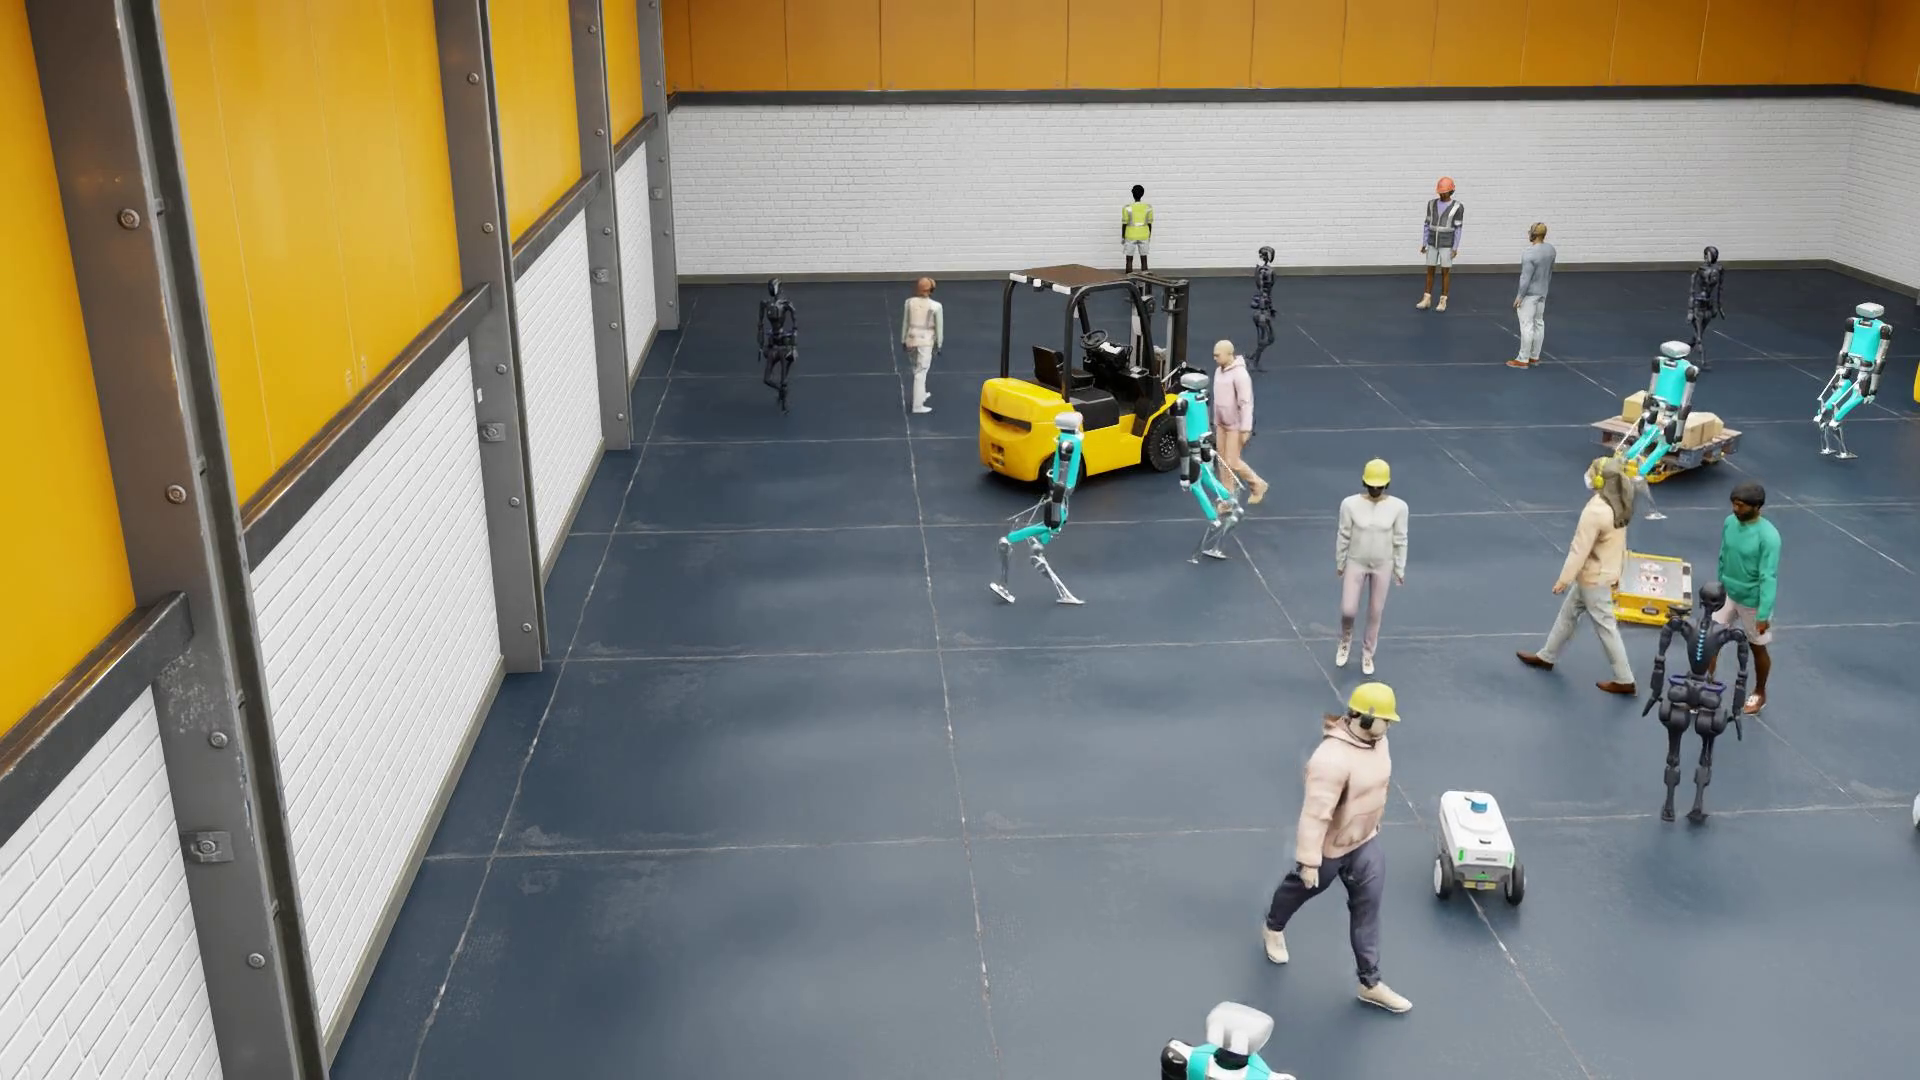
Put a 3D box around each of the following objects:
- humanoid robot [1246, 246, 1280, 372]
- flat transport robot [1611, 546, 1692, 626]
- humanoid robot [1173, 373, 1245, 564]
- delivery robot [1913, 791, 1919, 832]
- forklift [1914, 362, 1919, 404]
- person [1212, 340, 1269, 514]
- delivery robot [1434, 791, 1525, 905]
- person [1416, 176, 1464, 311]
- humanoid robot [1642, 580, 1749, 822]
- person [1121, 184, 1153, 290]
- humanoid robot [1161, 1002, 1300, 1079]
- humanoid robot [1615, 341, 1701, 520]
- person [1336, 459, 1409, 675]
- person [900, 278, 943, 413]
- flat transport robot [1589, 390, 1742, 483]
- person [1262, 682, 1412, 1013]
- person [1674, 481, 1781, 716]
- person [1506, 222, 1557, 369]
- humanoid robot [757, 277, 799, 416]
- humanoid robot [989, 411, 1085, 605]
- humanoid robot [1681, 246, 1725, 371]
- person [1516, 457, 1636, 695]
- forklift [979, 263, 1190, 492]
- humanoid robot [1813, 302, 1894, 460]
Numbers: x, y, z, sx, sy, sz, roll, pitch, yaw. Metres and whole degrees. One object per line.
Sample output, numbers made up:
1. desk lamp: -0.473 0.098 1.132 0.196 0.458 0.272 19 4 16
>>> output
1. humanoid robot: 3.975 -3.037 21.854 0.391 1.643 0.600 8 22 20
2. flat transport robot: 6.017 0.408 14.516 0.659 0.231 1.431 8 22 20
3. humanoid robot: 2.319 -0.597 15.171 0.794 1.791 0.544 15 25 35
4. delivery robot: 6.354 1.737 10.467 0.499 0.585 0.785 8 21 20
5. forklift: 12.602 -2.435 19.475 2.313 2.155 1.214 -1 20 -4
6. person: 2.757 -1.124 16.531 0.533 1.755 0.561 -8 22 -20
7. delivery robot: 3.147 1.859 10.154 0.499 0.598 0.777 2 20 6
8. person: 7.327 -4.519 25.371 0.604 2.043 0.371 16 26 38
9. humanoid robot: 4.750 1.050 10.730 0.614 1.642 0.308 13 24 31
10. person: 2.855 -4.884 26.872 0.531 1.691 0.322 -3 20 -9
11. humanoid robot: 1.094 2.556 6.638 0.547 1.862 0.747 9 22 23
12. humanoid robot: 6.737 -1.034 16.345 0.798 1.797 0.531 -9 22 -24
13. person: 3.182 0.216 12.886 0.528 1.757 0.379 3 20 8
14. person: -0.432 -2.373 20.166 0.537 1.590 0.716 11 23 27
15. flat transport robot: 7.645 -0.912 18.112 1.431 0.231 0.659 -15 25 -36
16. person: 2.058 1.601 9.039 0.841 1.806 0.983 -14 24 -34
17. person: 5.669 0.451 12.161 0.931 1.803 0.607 -8 22 -22
18. person: 7.575 -3.238 22.029 0.627 1.940 0.372 -15 25 -34
19. humanoid robot: -2.141 -2.329 19.937 0.584 1.648 0.427 9 22 24
20. humanoid robot: 0.593 -0.254 14.249 0.989 1.767 0.531 4 21 11
21. humanoid robot: 9.877 -3.072 22.032 0.590 1.626 0.785 -8 22 -20
22. person: 4.829 0.255 12.689 0.962 1.836 0.557 15 25 35
23. forklift: 1.315 -1.764 17.646 2.313 2.155 1.214 -14 24 -33
24. humanoid robot: 9.523 -1.693 17.914 0.735 1.677 0.533 -9 22 -24
